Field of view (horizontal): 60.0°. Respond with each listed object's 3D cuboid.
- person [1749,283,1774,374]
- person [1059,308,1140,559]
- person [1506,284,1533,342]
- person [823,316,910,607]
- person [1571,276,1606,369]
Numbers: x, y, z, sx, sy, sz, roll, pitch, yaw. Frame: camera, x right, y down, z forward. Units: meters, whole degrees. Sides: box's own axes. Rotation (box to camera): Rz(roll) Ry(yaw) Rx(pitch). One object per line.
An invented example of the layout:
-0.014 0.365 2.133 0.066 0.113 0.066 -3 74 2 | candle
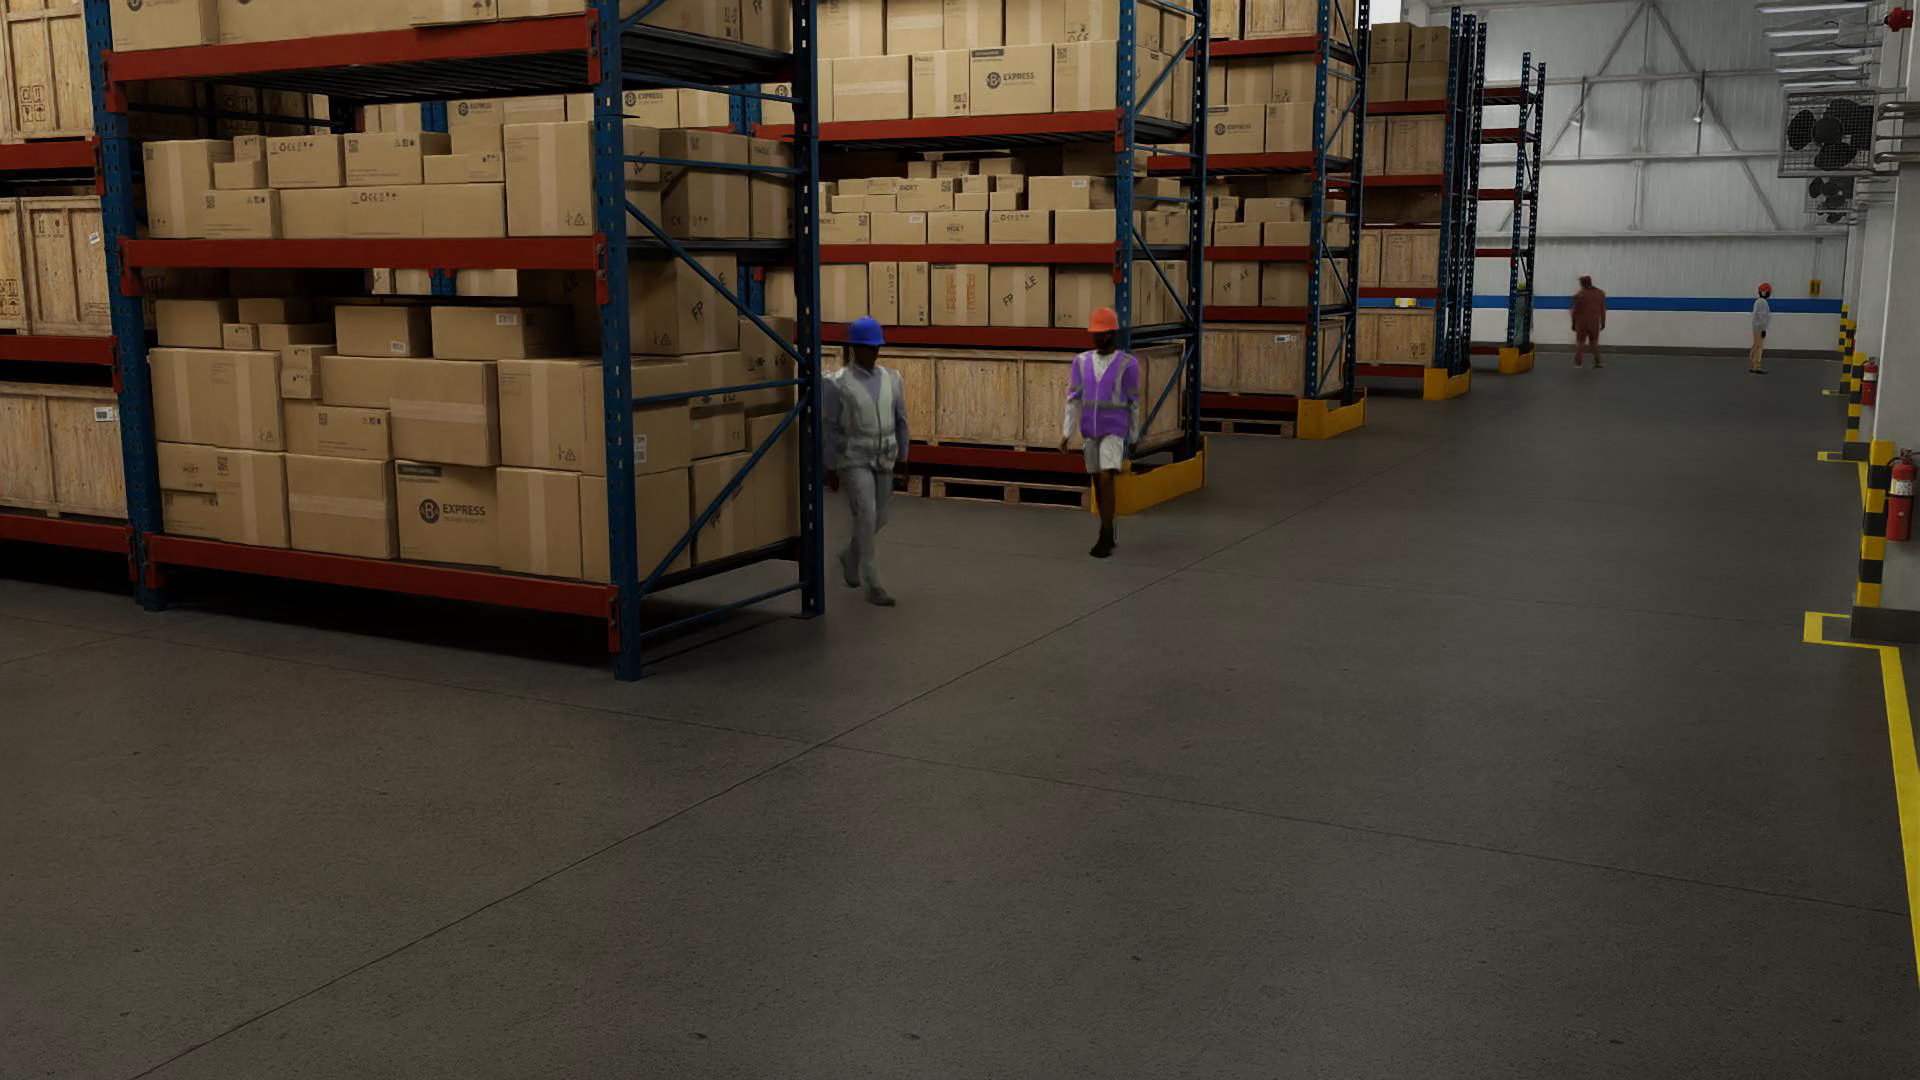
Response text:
15.495 -4.085 32.152 0.326 1.751 0.559 2 10 12 | person
1.050 -0.817 12.792 0.555 1.907 0.808 6 11 30 | person
11.781 -4.535 34.951 0.503 1.687 0.967 -5 11 -25 | person
-0.647 -0.553 11.252 0.613 1.919 0.854 -7 12 -35 | person
12.693 -4.386 33.559 0.746 1.878 0.449 0 10 0 | person
